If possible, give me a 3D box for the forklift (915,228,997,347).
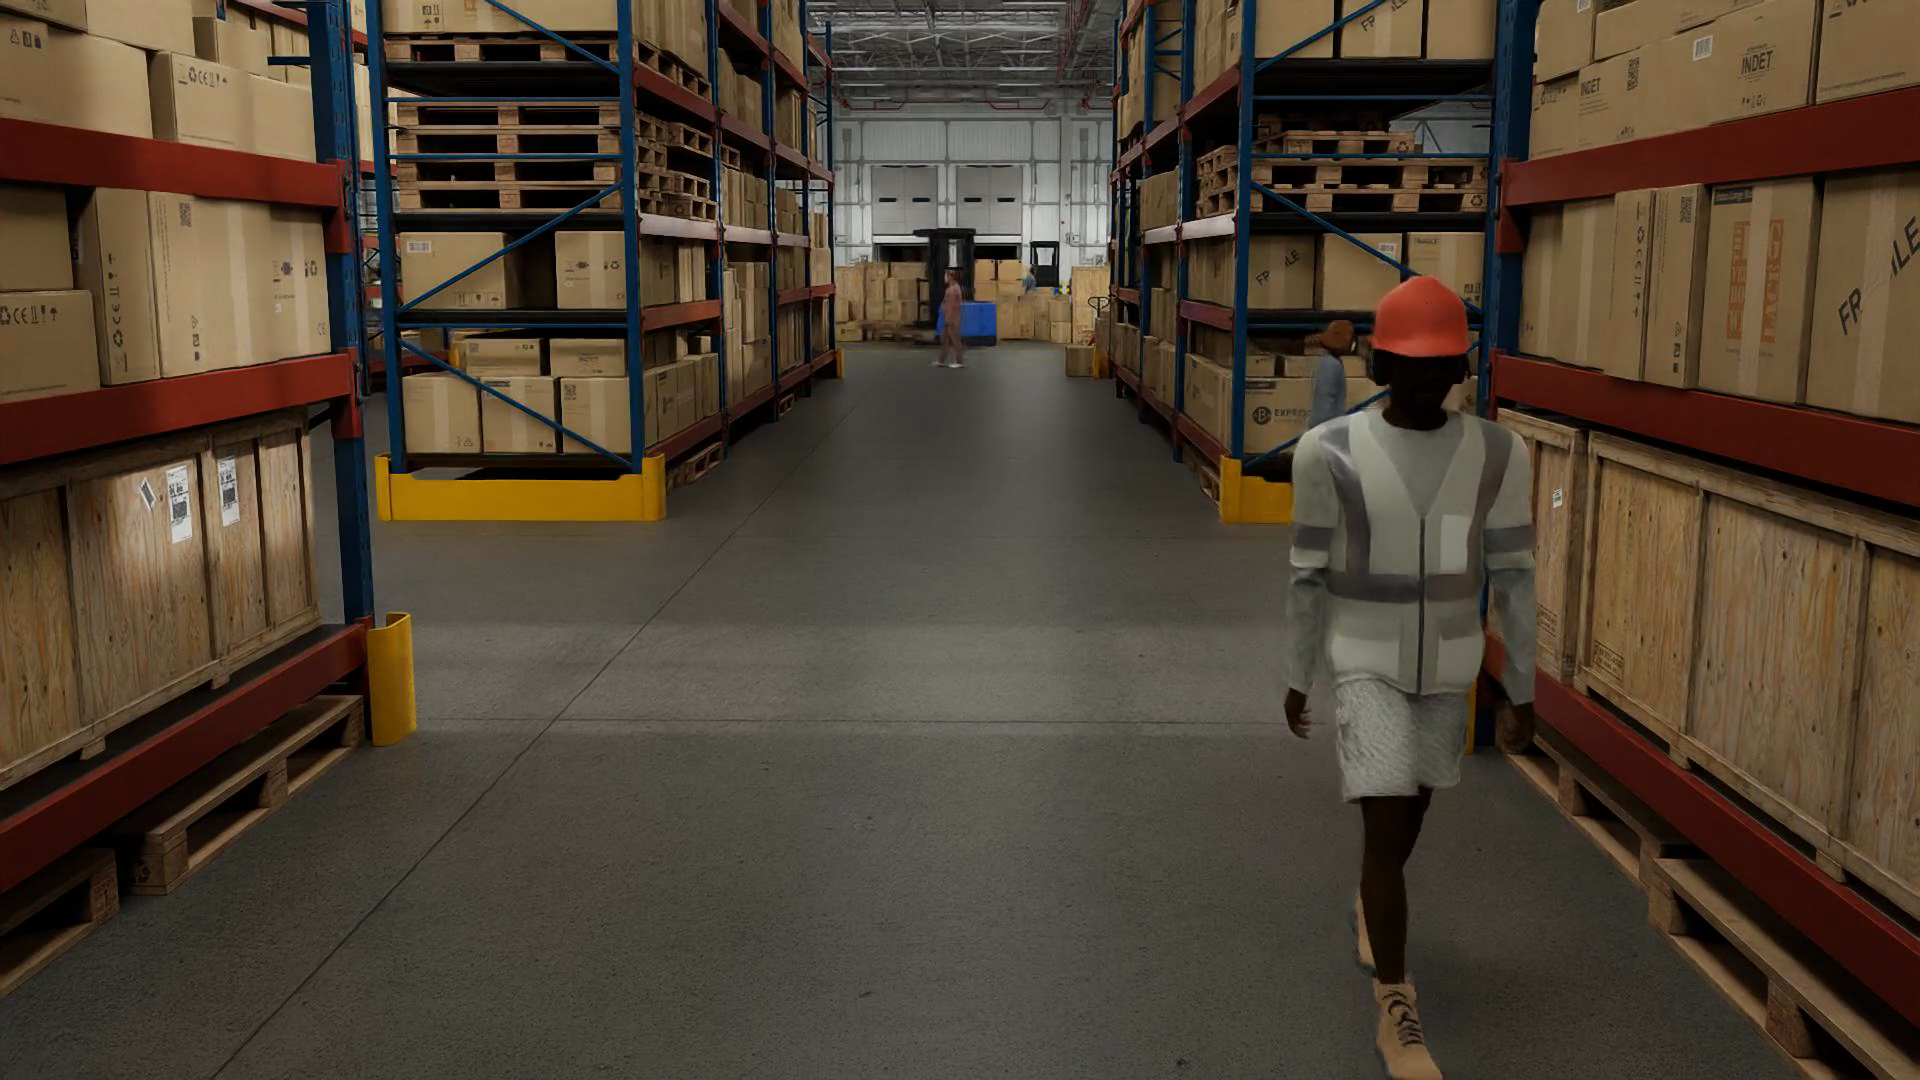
[{"bbox_3d":[-0.076,-5.970,39.321,1.129,2.768,1.873,-7,12,-37],"label":"forklift"}]

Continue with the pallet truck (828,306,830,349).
[{"bbox_3d":[-3.100,-3.940,29.800,1.885,1.965,0.823,3,10,19],"label":"pallet truck"}]

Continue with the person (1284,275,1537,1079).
[{"bbox_3d":[1.175,0.307,4.389,0.624,1.999,1.032,0,9,0],"label":"person"}]

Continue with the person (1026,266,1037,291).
[{"bbox_3d":[2.364,-8.245,55.921,1.025,1.897,0.642,-2,10,-11],"label":"person"}]

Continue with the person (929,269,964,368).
[{"bbox_3d":[-0.281,-4.233,31.892,0.813,1.876,0.680,0,9,1],"label":"person"}]

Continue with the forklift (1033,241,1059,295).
[{"bbox_3d":[3.201,-9.896,62.839,1.129,2.768,1.873,0,9,1],"label":"forklift"}]

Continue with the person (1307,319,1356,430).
[{"bbox_3d":[2.681,-0.780,11.998,0.360,1.615,0.494,1,10,6],"label":"person"}]

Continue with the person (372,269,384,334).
[{"bbox_3d":[-13.488,-5.418,38.959,0.609,1.902,0.476,7,12,35],"label":"person"}]
